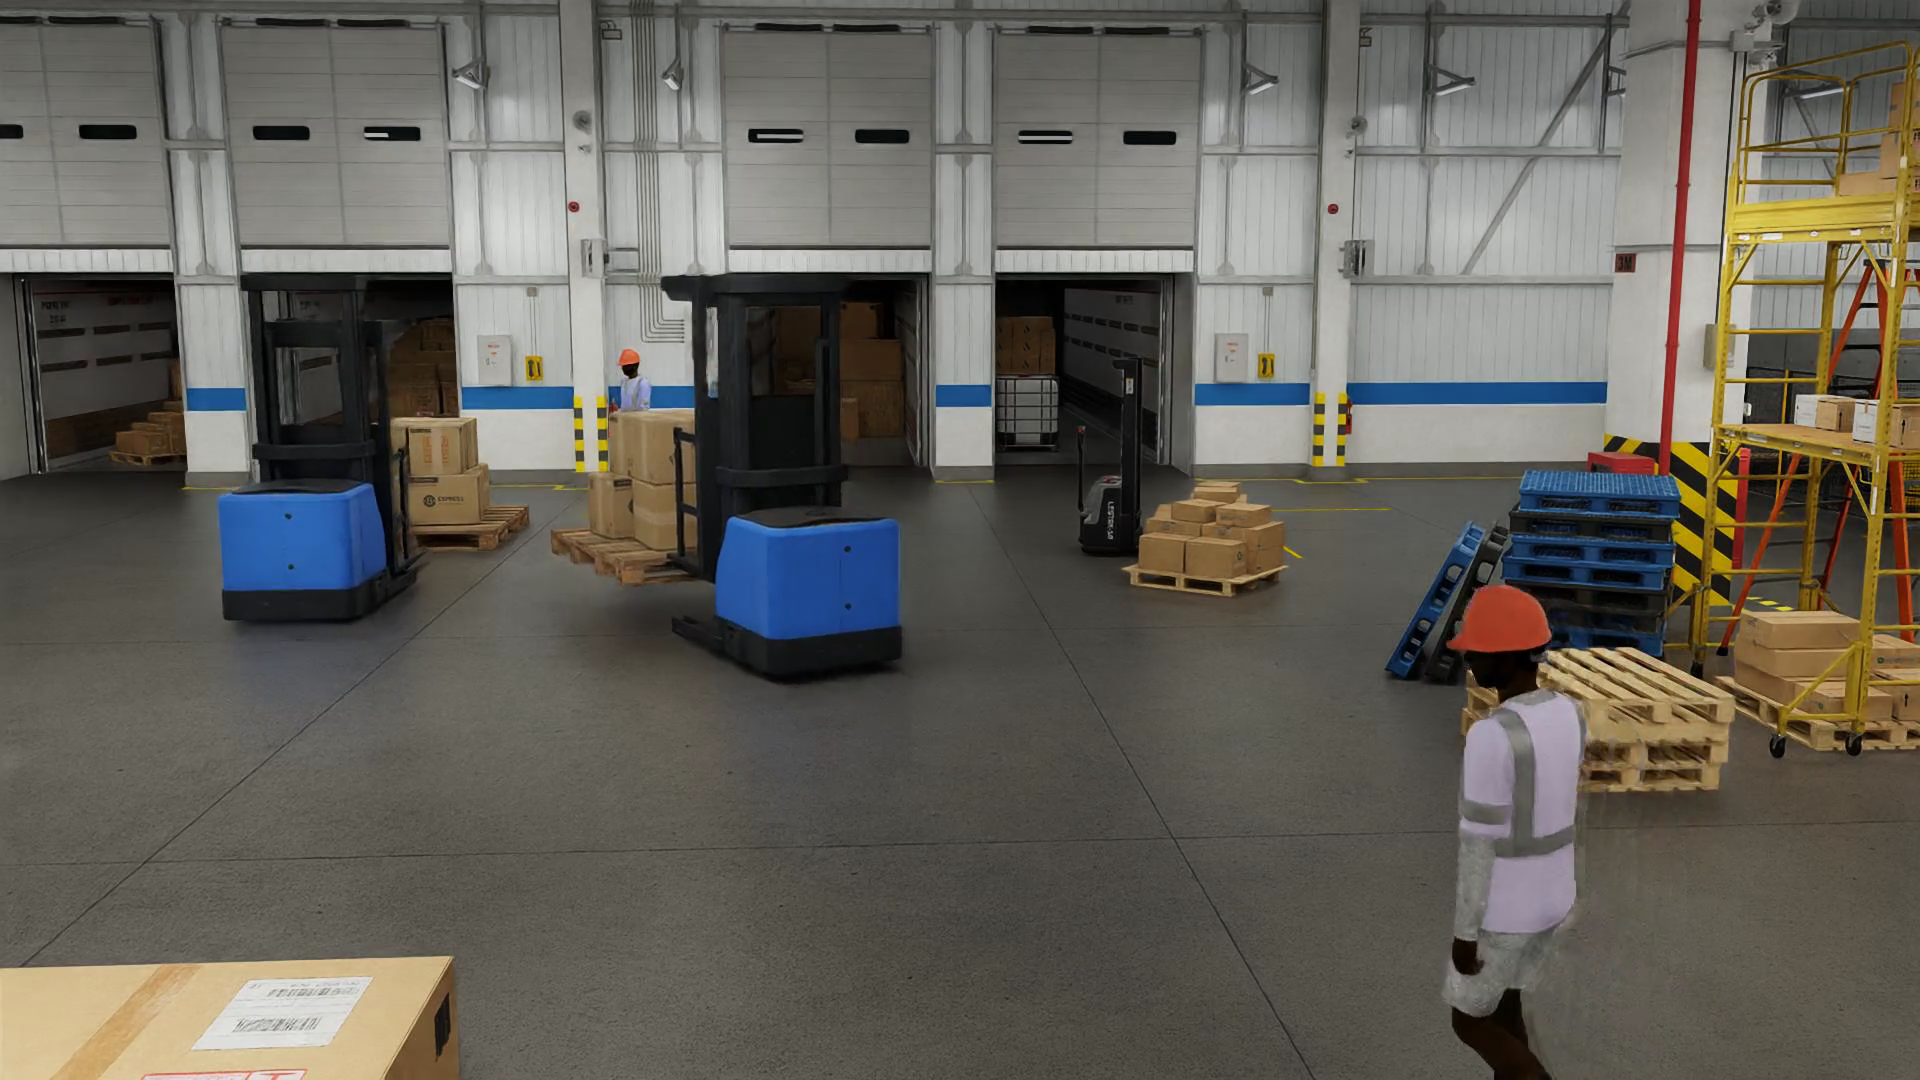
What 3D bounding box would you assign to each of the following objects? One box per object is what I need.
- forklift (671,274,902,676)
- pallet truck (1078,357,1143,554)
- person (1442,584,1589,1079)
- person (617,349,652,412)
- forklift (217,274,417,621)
[{"bbox_3d":[-1.303,-0.561,12.268,1.129,2.768,1.873,-5,10,-30],"label":"forklift"},{"bbox_3d":[2.088,-0.836,16.757,1.885,1.965,0.823,2,9,13],"label":"pallet truck"},{"bbox_3d":[1.728,1.085,4.990,0.578,1.913,0.659,-8,12,-39],"label":"person"},{"bbox_3d":[-3.993,-1.371,20.339,0.388,1.929,0.546,-8,12,-42],"label":"person"},{"bbox_3d":[-5.438,-0.834,13.983,1.129,2.768,1.873,-1,9,-4],"label":"forklift"}]
